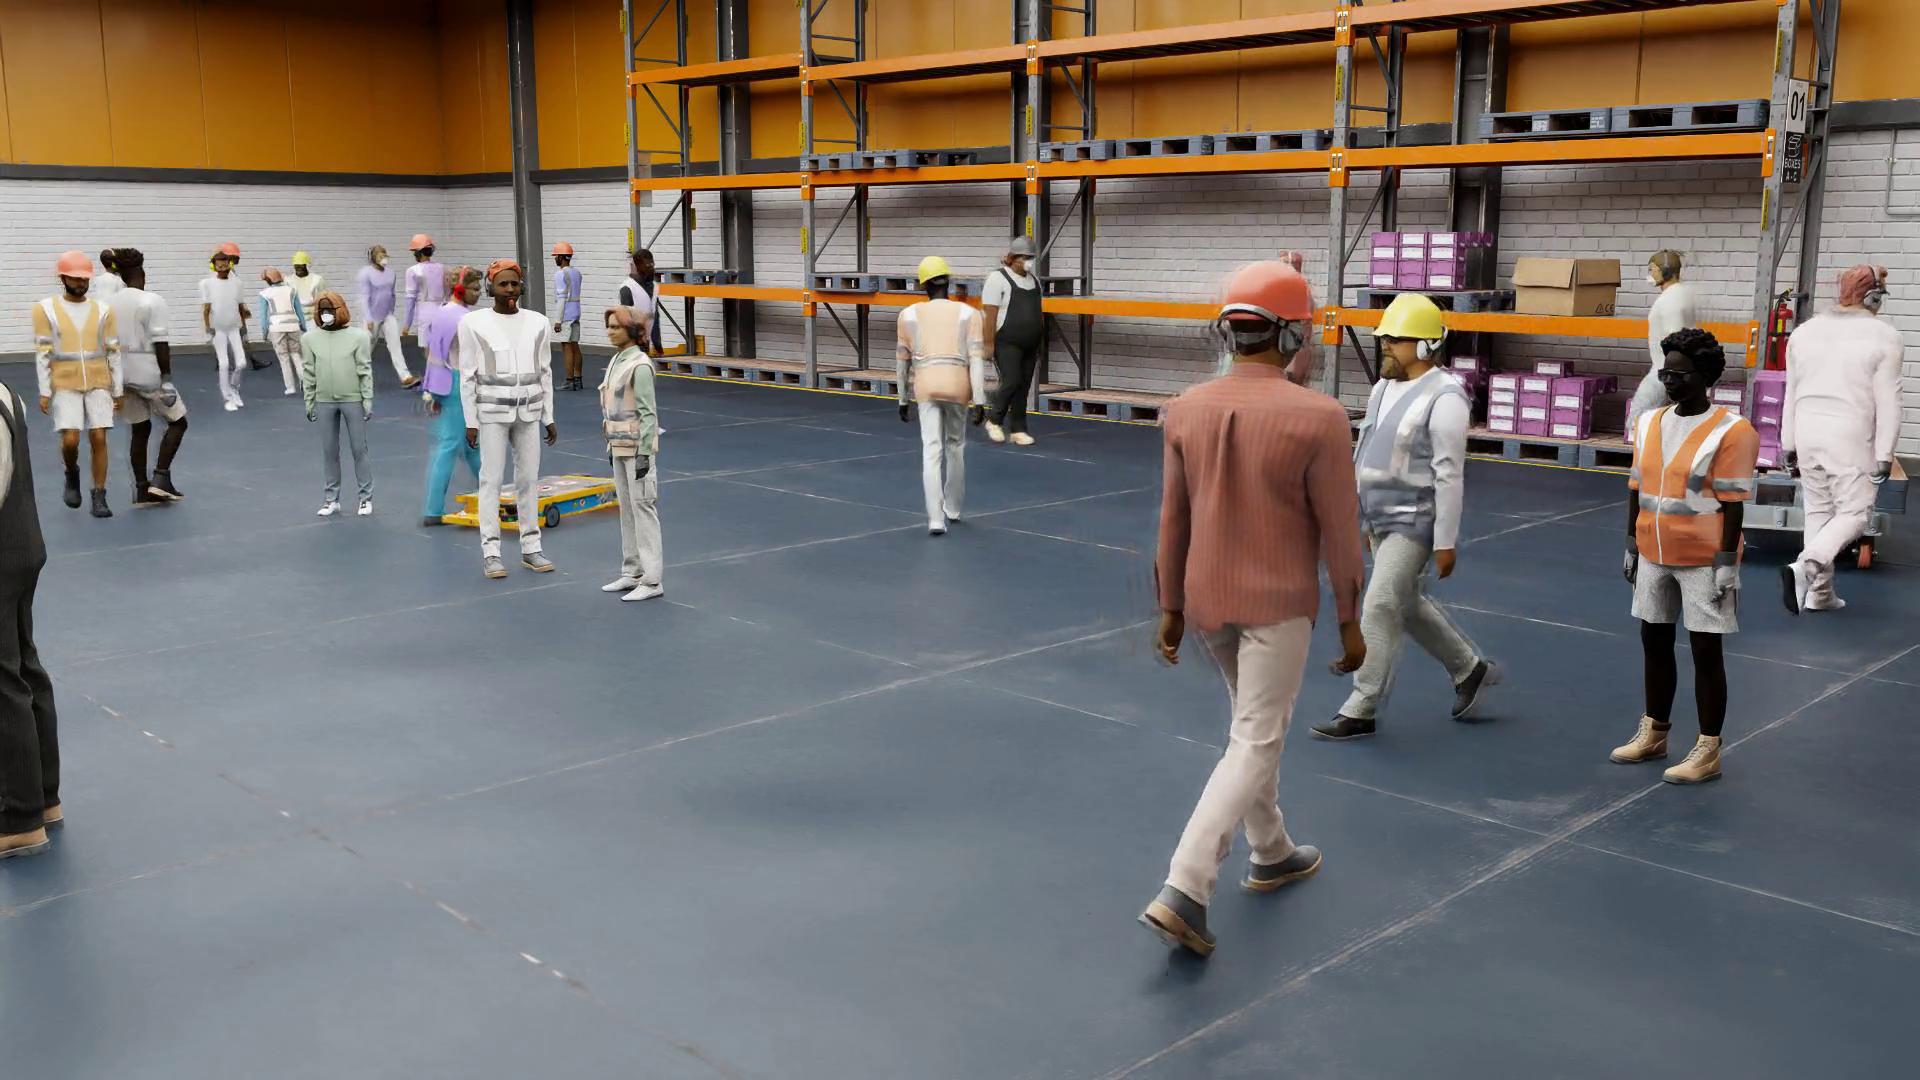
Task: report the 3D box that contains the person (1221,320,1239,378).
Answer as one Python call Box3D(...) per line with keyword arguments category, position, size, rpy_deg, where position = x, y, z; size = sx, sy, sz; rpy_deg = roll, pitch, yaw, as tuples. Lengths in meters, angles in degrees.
Box3D(category="person", position=(2.175, -1.183, 12.849), size=(0.426, 1.733, 0.497), rpy_deg=(7, 12, 33))

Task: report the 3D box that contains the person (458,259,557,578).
Box3D(category="person", position=(-2.683, -0.723, 9.921), size=(0.575, 1.882, 0.355), rpy_deg=(-8, 13, -37))

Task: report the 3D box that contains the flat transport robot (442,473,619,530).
Box3D(category="flat transport robot", position=(-2.969, -0.289, 11.947), size=(0.652, 0.197, 1.431), rpy_deg=(5, 12, 26))

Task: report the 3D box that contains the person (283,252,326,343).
Box3D(category="person", position=(-9.385, -3.220, 23.810), size=(0.611, 1.786, 0.941), rpy_deg=(0, 10, -2))

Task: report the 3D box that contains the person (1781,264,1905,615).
Box3D(category="person", position=(4.574, -0.500, 8.726), size=(0.686, 1.886, 0.657), rpy_deg=(-6, 12, -28))

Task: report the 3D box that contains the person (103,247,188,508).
Box3D(category="person", position=(-6.063, -1.204, 12.406), size=(0.655, 1.930, 0.460), rpy_deg=(4, 11, 19))

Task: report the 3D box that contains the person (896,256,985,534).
Box3D(category="person", position=(-0.130, -0.997, 11.440), size=(0.615, 1.871, 0.970), rpy_deg=(0, 10, -1))

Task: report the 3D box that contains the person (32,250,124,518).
Box3D(category="person", position=(-6.302, -1.110, 11.923), size=(0.569, 1.919, 0.499), rpy_deg=(-9, 13, -39))

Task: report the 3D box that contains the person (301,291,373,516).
Box3D(category="person", position=(-4.492, -0.983, 12.032), size=(0.497, 1.627, 0.274), rpy_deg=(-1, 10, -4))

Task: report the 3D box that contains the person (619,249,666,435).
Box3D(category="person", position=(-3.263, -2.010, 16.987), size=(0.659, 1.882, 0.605), rpy_deg=(3, 11, 15))

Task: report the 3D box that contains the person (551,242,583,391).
Box3D(category="person", position=(-5.140, -2.911, 21.700), size=(0.359, 1.938, 0.547), rpy_deg=(2, 11, 13))

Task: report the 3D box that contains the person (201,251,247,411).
Box3D(category="person", position=(-8.486, -2.407, 19.220), size=(0.516, 1.842, 0.404), rpy_deg=(-9, 14, -41))

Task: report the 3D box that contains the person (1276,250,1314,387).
Box3D(category="person", position=(2.728, -1.473, 13.963), size=(0.433, 1.895, 0.670), rpy_deg=(4, 11, 19))

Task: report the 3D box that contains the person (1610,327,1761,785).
Box3D(category="person", position=(2.689, 0.058, 6.191), size=(0.321, 1.689, 0.530), rpy_deg=(-5, 12, -27))

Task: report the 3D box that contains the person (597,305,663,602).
Box3D(category="person", position=(-1.832, -0.483, 9.270), size=(0.306, 1.640, 0.523), rpy_deg=(-6, 12, -30))

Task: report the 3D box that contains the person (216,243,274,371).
Box3D(category="person", position=(-10.734, -3.460, 24.812), size=(0.923, 1.899, 0.548), rpy_deg=(-3, 11, -15))

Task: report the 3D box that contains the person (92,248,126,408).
Box3D(category="person", position=(-9.808, -2.442, 19.336), size=(0.520, 1.869, 0.332), rpy_deg=(4, 11, 23))

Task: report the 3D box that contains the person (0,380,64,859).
Box3D(category="person", position=(-3.174, 0.126, 5.410), size=(0.344, 1.839, 0.505), rpy_deg=(-2, 11, -13))

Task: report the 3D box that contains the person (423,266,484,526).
Box3D(category="person", position=(-3.408, -1.006, 11.679), size=(0.905, 1.803, 0.591), rpy_deg=(-7, 13, -34))

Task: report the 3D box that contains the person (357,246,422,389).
Box3D(category="person", position=(-7.588, -2.903, 21.816), size=(1.027, 1.878, 0.652), rpy_deg=(6, 12, 29))

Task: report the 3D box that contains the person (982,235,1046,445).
Box3D(category="person", position=(0.570, -1.923, 16.031), size=(0.706, 2.000, 0.540), rpy_deg=(-10, 14, -43))

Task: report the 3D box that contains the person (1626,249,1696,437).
Box3D(category="person", position=(5.322, -1.229, 12.581), size=(0.460, 1.916, 0.624), rpy_deg=(7, 13, 34))

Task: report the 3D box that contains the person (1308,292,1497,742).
Box3D(category="person", position=(1.841, -0.092, 6.702), size=(0.838, 1.808, 0.595), rpy_deg=(-2, 11, -13))

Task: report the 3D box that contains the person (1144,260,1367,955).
Box3D(category="person", position=(0.821, 0.179, 4.805), size=(0.955, 1.959, 0.625), rpy_deg=(-10, 14, -43))

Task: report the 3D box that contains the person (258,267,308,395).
Box3D(category="person", position=(-8.585, -2.647, 21.114), size=(0.584, 1.613, 0.370), rpy_deg=(-9, 14, -42))

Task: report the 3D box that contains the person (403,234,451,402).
Box3D(category="person", position=(-6.519, -2.696, 20.281), size=(0.510, 2.044, 0.629), rpy_deg=(7, 12, 33))
